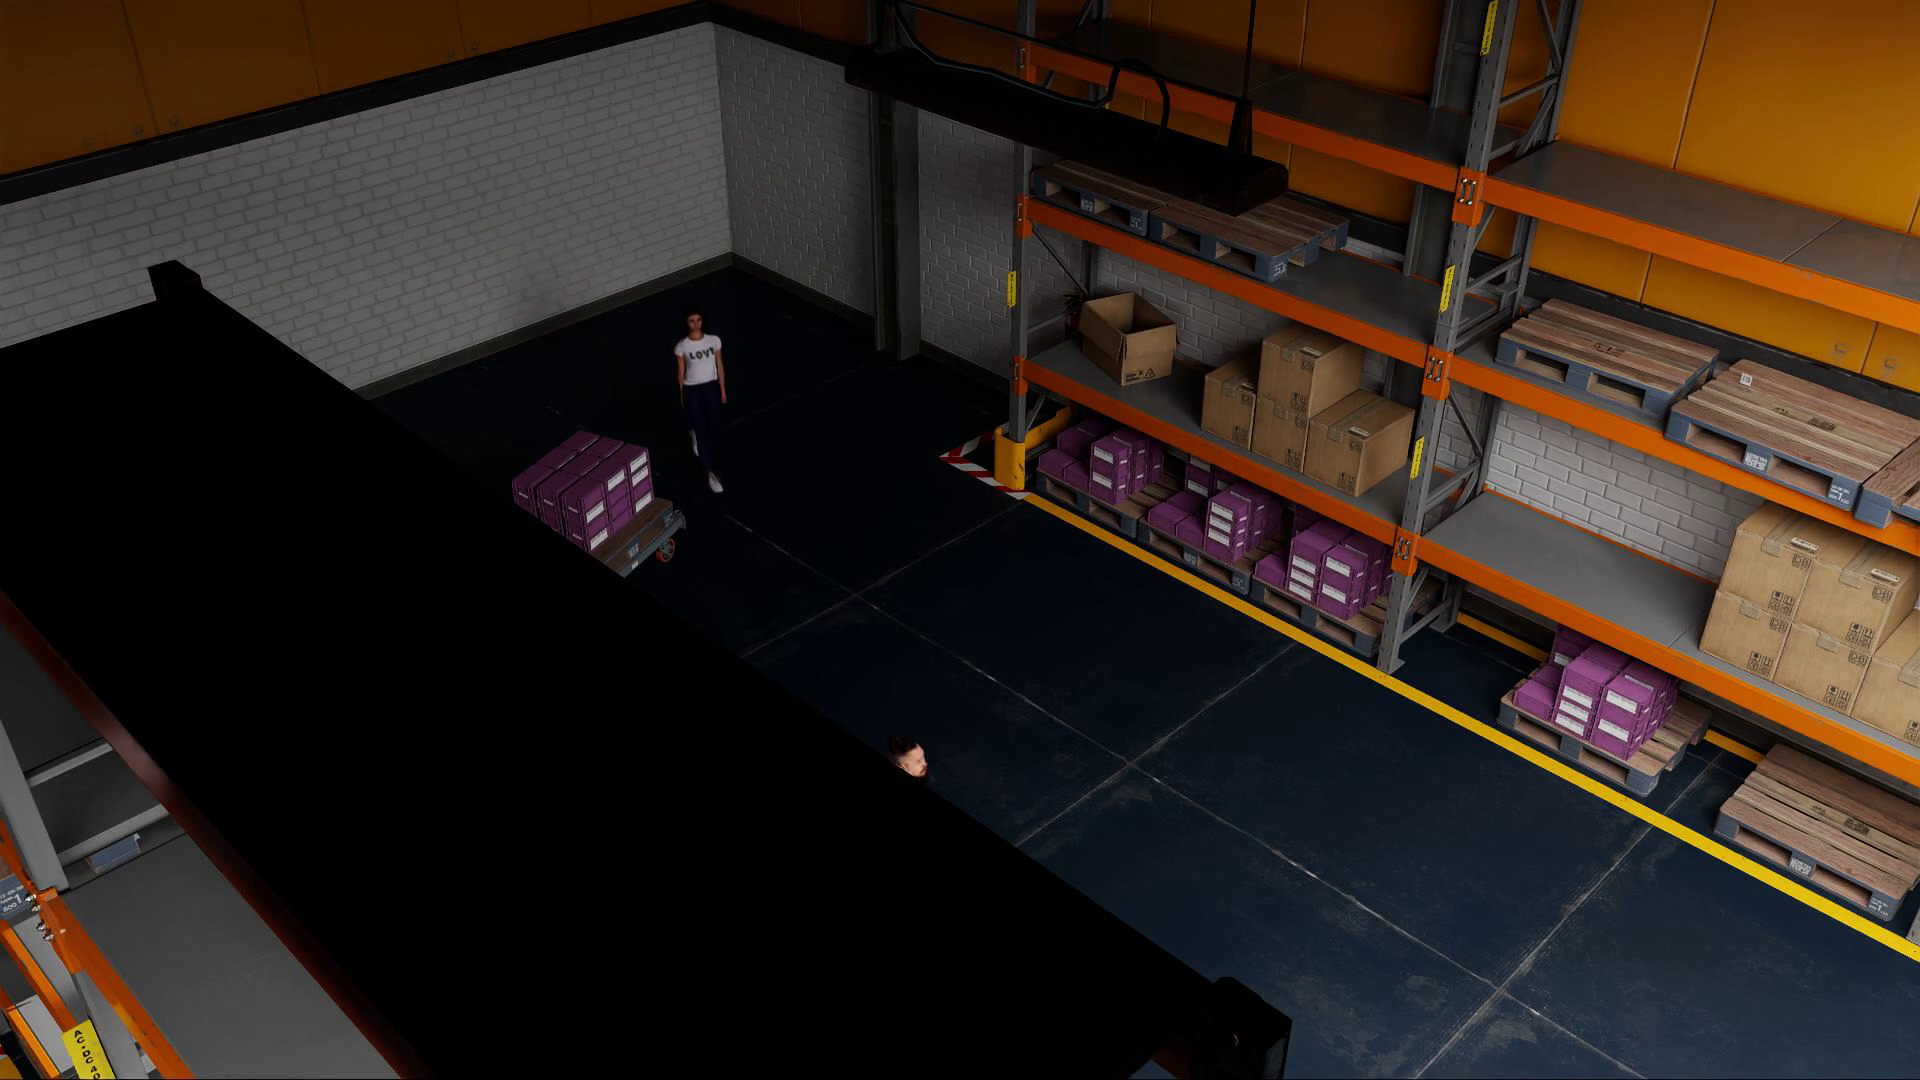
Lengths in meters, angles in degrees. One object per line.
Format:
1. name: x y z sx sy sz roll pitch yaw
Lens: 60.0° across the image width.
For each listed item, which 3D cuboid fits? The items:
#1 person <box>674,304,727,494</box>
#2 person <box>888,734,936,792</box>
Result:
1. person: -2.359 -1.325 15.005 0.801 1.757 1.102 -16 37 -23
2. person: -0.407 1.899 10.083 1.184 1.835 0.931 17 37 24
